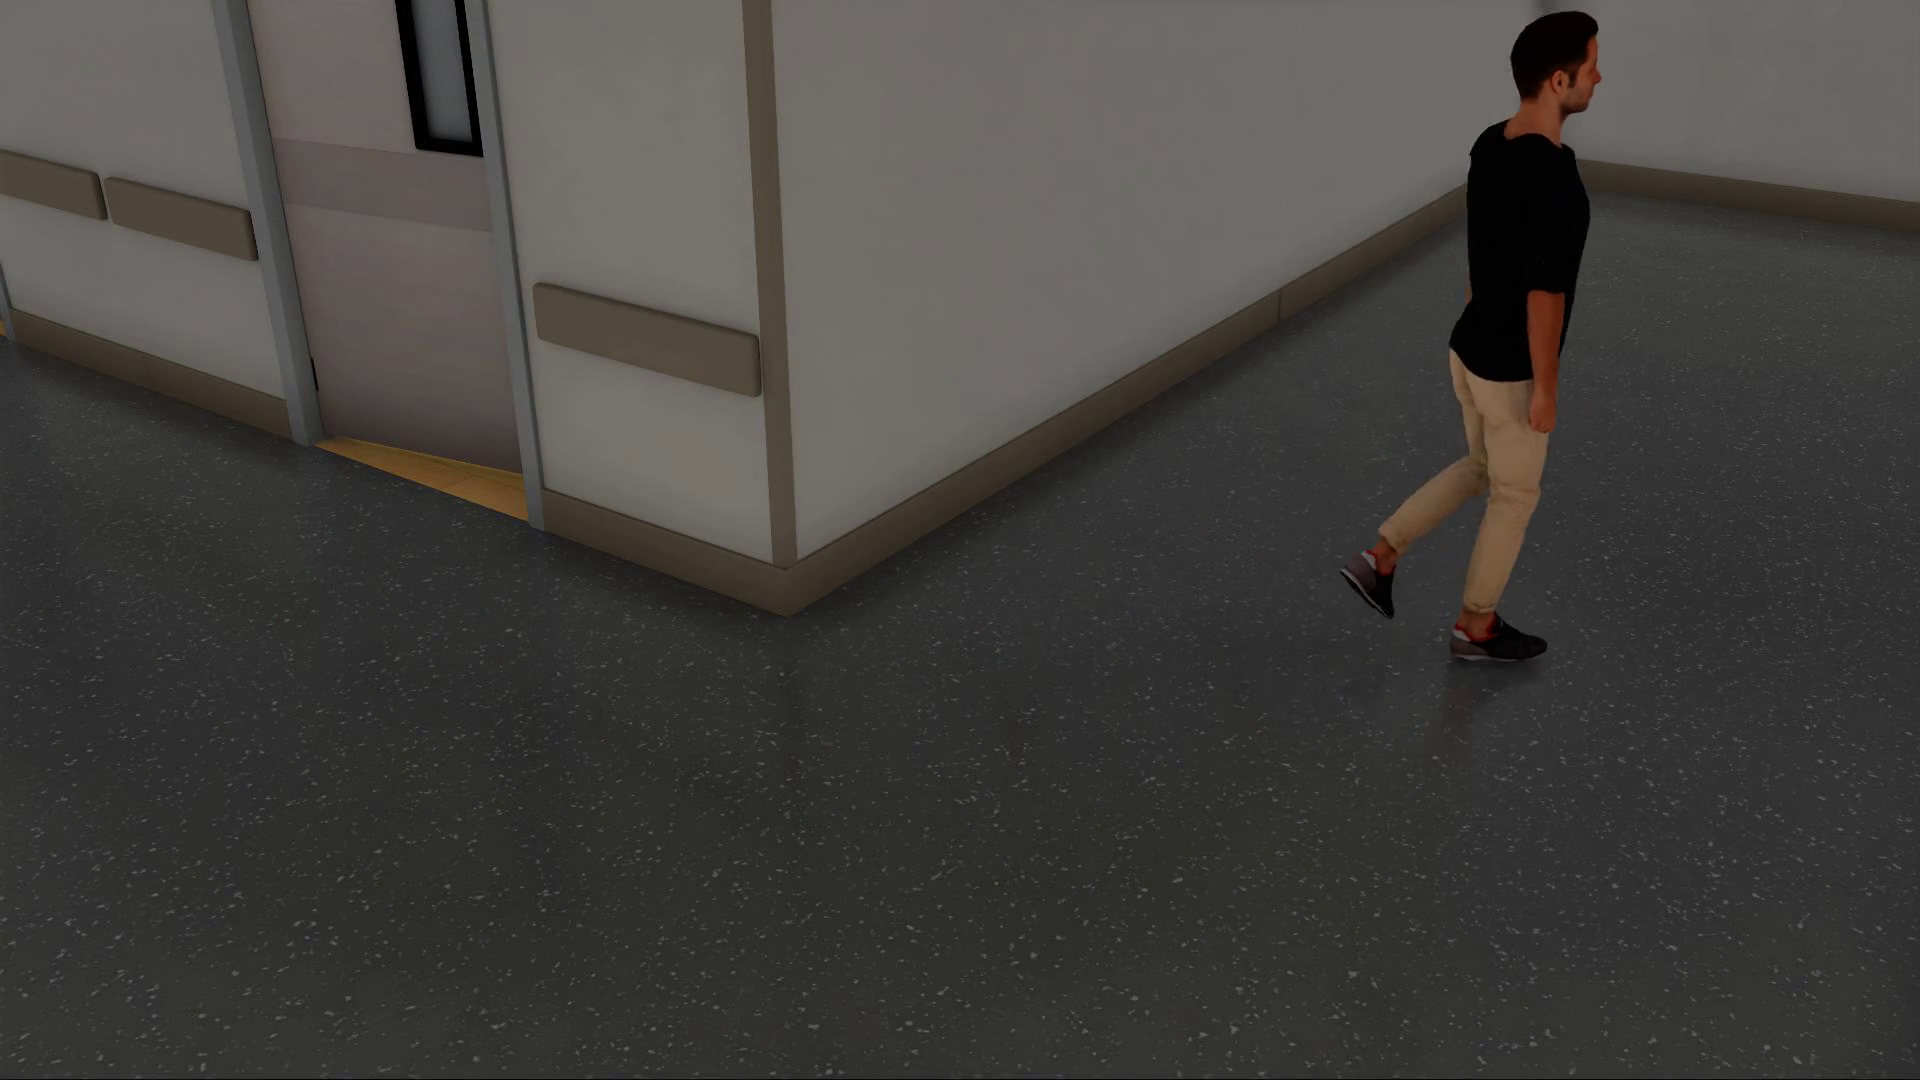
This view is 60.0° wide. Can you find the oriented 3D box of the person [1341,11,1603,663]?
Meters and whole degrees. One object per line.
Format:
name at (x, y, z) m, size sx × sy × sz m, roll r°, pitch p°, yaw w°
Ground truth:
person at (1.410, -0.486, 4.555) m, size 0.983 × 1.840 × 0.932 m, roll -3°, pitch 26°, yaw -6°
